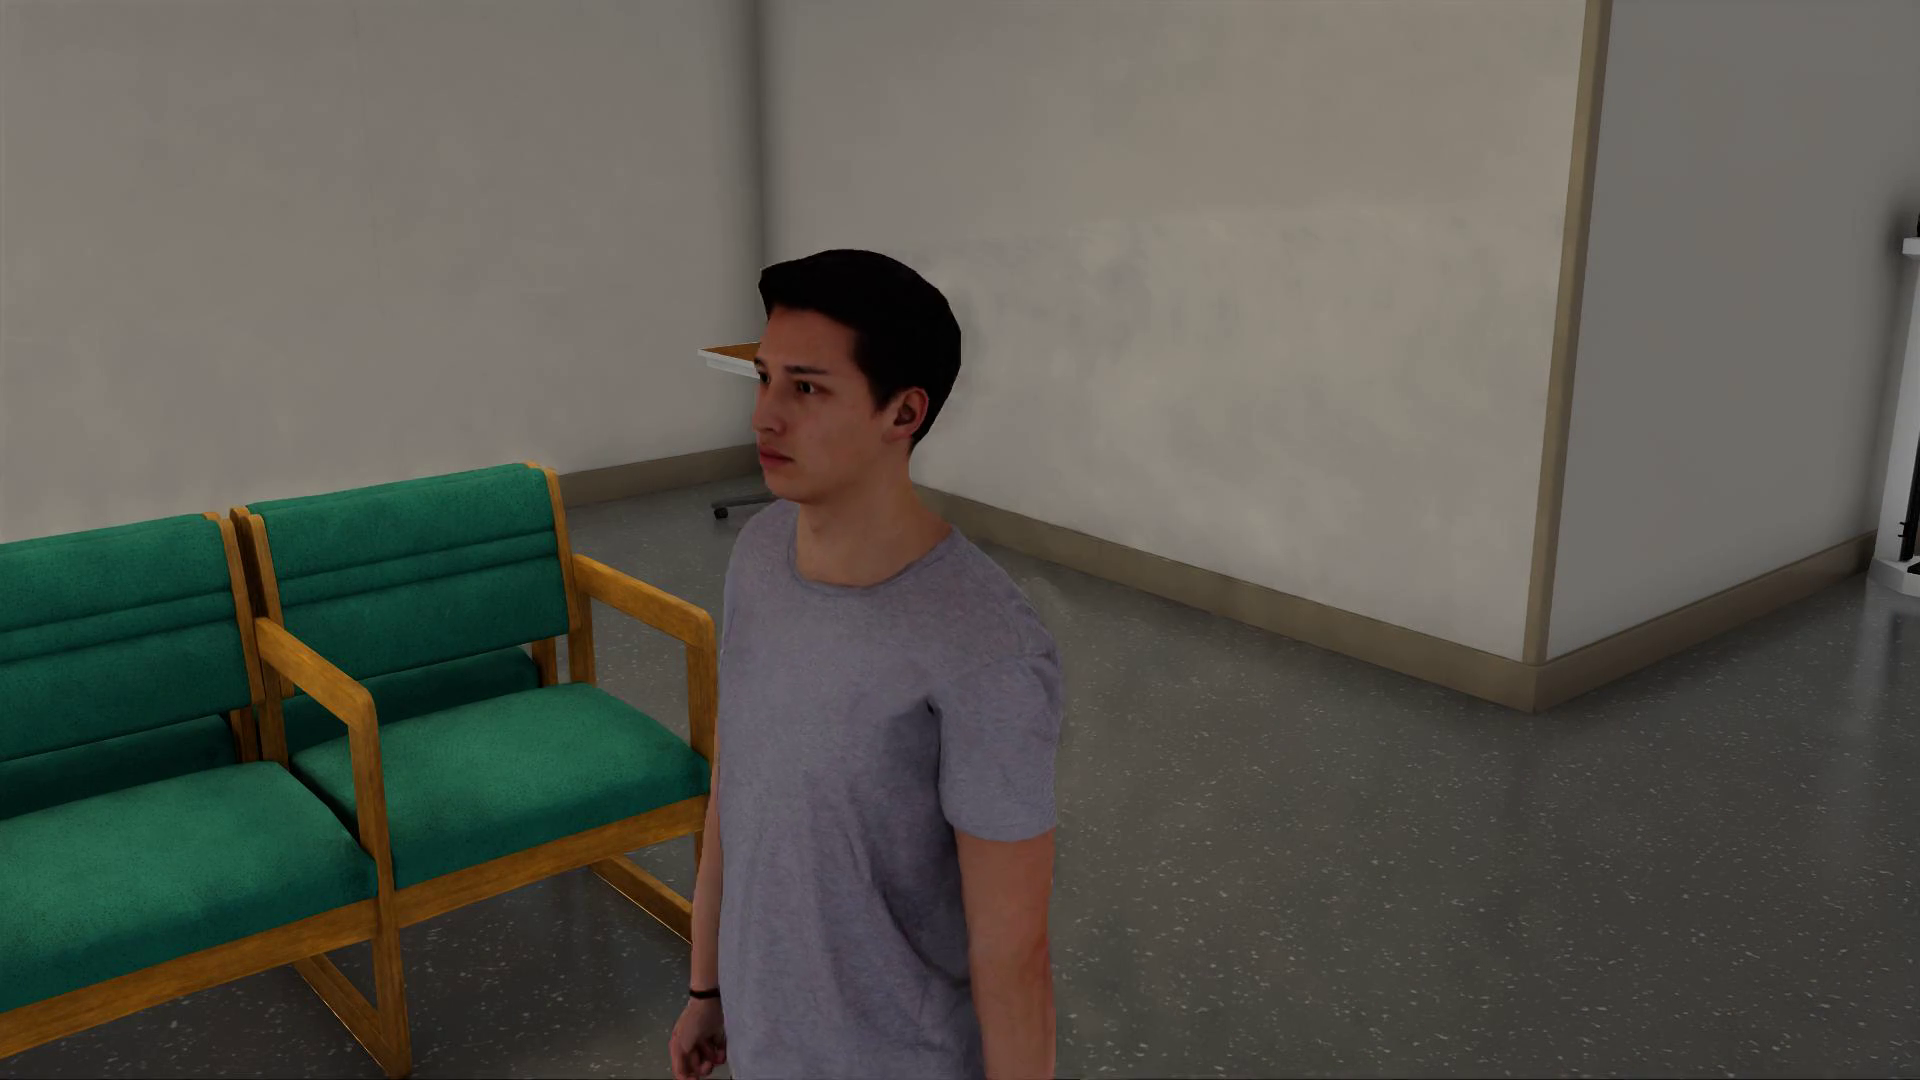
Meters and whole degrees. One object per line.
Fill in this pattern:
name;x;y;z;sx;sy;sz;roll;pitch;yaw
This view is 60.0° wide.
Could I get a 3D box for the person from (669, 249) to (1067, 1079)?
person;-0.050;0.597;1.989;0.780;1.835;1.075;-11;19;-35
